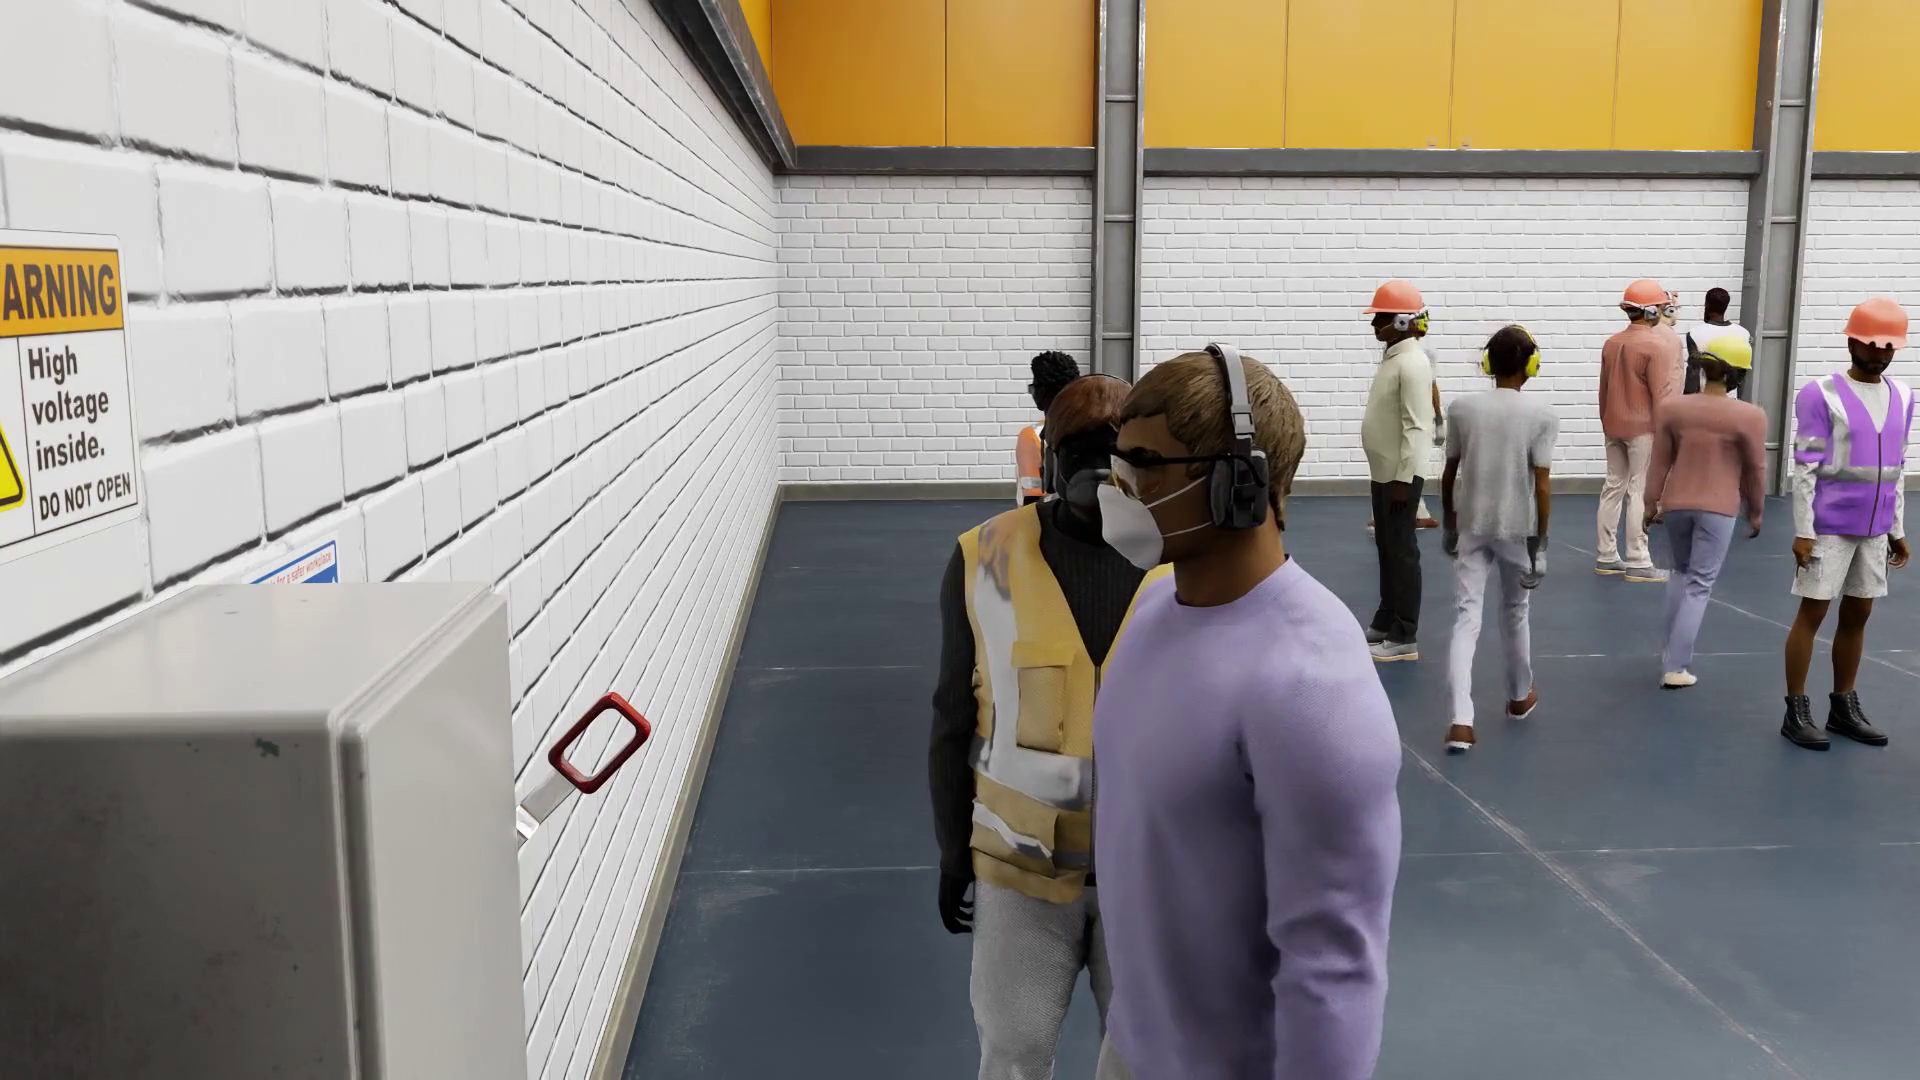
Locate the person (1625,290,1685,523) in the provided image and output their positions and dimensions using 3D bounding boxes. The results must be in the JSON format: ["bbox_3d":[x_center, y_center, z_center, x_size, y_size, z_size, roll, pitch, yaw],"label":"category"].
[{"bbox_3d":[5.726,-1.090,13.658,0.399,1.905,0.646,0,9,-3],"label":"person"}]

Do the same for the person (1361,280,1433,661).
[{"bbox_3d":[2.284,-0.362,8.774,0.381,1.995,0.611,0,9,1],"label":"person"}]

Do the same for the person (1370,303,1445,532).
[{"bbox_3d":[3.513,-0.945,12.981,0.948,1.827,0.538,-6,11,-32],"label":"person"}]

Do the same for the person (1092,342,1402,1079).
[{"bbox_3d":[0.324,0.716,2.182,0.365,1.939,0.636,-2,9,-13],"label":"person"}]

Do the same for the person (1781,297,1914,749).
[{"bbox_3d":[3.822,-0.064,7.113,0.542,1.929,0.374,-2,9,-11],"label":"person"}]

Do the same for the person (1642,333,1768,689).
[{"bbox_3d":[3.688,-0.143,8.190,0.664,1.737,0.531,-8,12,-41],"label":"person"}]

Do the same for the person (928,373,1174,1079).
[{"bbox_3d":[0.249,0.610,3.153,0.621,1.845,0.429,0,9,2],"label":"person"}]

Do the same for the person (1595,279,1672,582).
[{"bbox_3d":[4.485,-0.724,11.039,0.375,1.997,0.612,-3,10,-18],"label":"person"}]

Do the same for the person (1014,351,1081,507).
[{"bbox_3d":[0.414,0.023,7.292,0.316,1.695,0.541,7,12,38],"label":"person"}]

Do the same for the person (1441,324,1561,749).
[{"bbox_3d":[2.334,-0.029,7.292,0.532,1.816,1.024,5,10,30],"label":"person"}]

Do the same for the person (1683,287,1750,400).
[{"bbox_3d":[6.408,-1.182,14.162,0.600,1.917,0.377,-3,9,-16],"label":"person"}]
